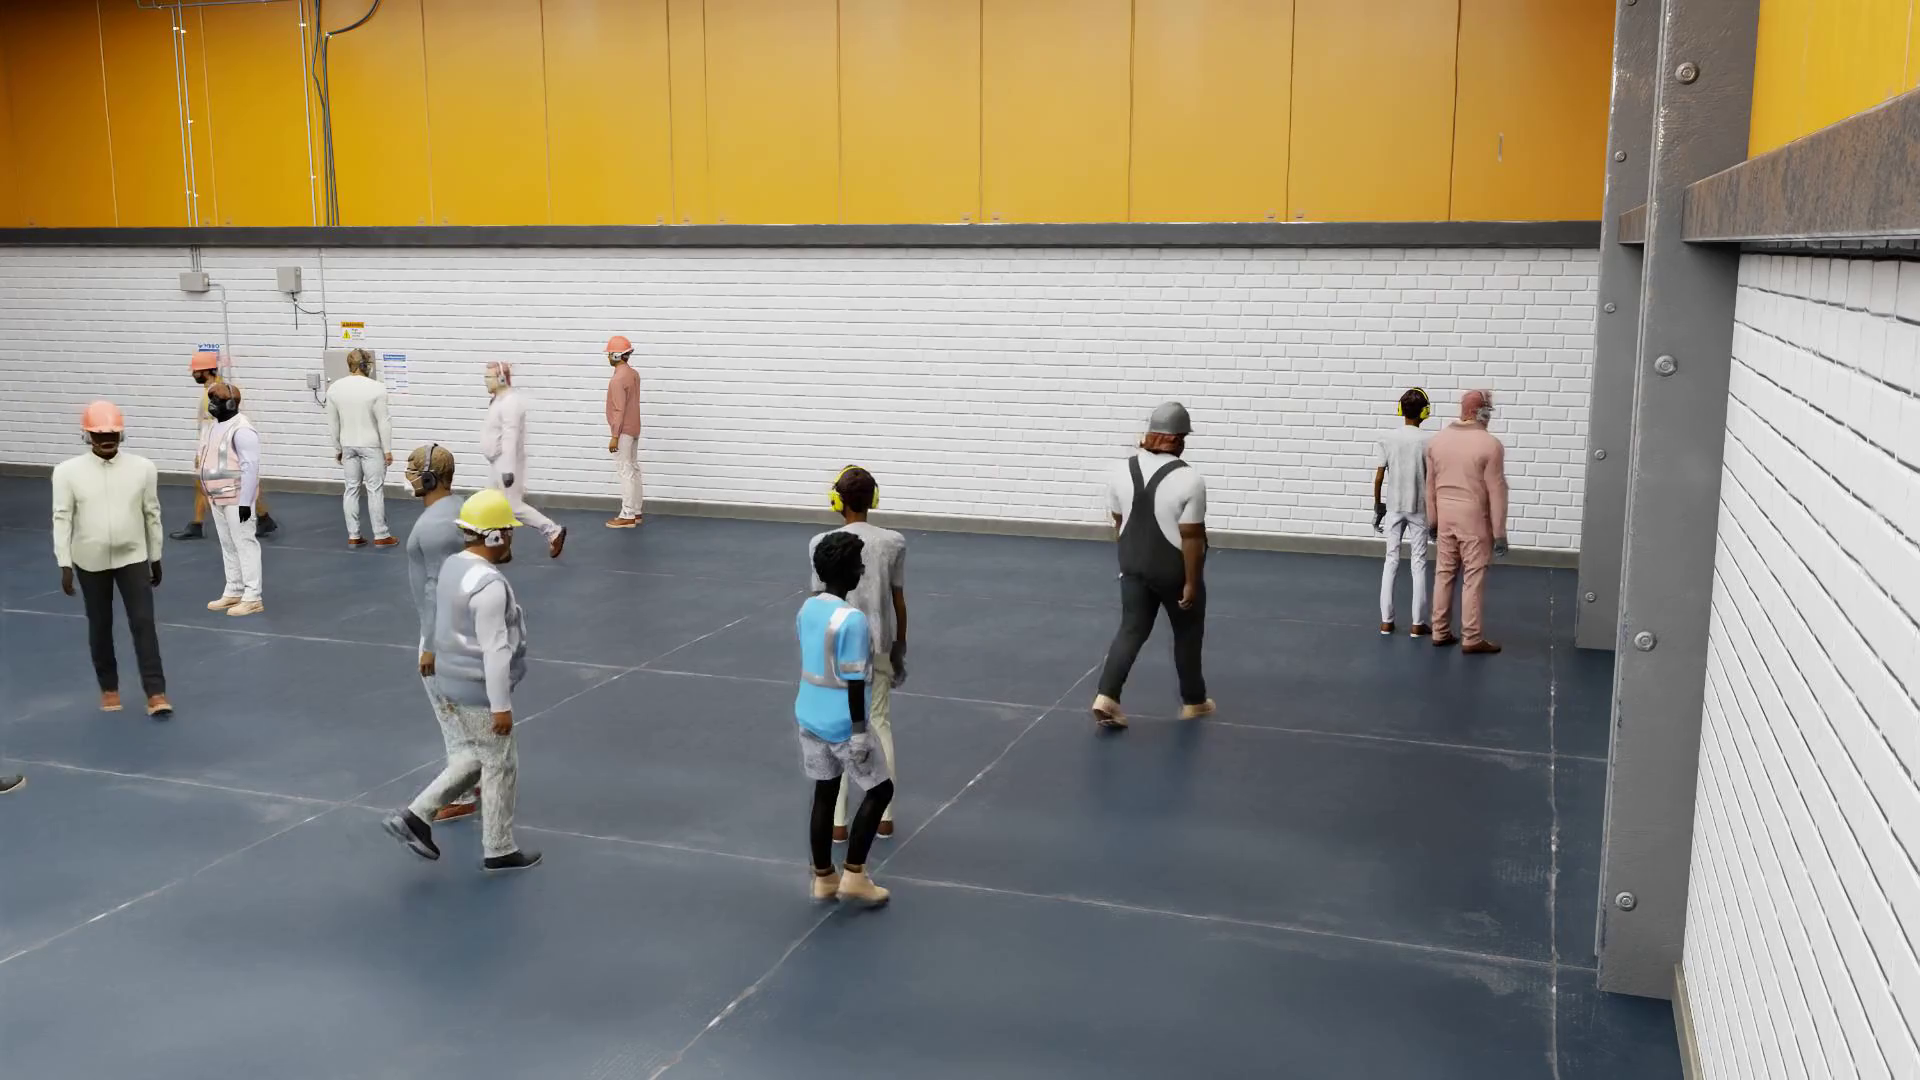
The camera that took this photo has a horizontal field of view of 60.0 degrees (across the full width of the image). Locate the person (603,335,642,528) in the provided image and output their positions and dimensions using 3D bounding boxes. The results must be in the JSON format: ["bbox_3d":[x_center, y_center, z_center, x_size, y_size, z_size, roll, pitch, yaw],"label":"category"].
[{"bbox_3d":[-3.499,-1.125,17.287,0.376,1.995,0.609,1,10,6],"label":"person"}]

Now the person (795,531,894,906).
[{"bbox_3d":[-0.508,0.790,7.328,0.414,1.688,0.563,-6,12,-32],"label":"person"}]

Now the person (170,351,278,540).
[{"bbox_3d":[-7.343,-0.933,16.529,0.995,1.894,0.537,-4,11,-21],"label":"person"}]

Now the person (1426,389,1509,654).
[{"bbox_3d":[3.653,-0.135,11.978,0.398,1.902,0.694,-7,12,-33],"label":"person"}]

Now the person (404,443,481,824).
[{"bbox_3d":[-2.626,0.471,8.458,0.373,1.940,0.628,-1,10,-7],"label":"person"}]

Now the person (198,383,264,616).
[{"bbox_3d":[-5.796,-0.327,13.216,0.626,1.846,0.429,9,13,41],"label":"person"}]

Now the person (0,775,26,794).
[{"bbox_3d":[-5.412,0.454,8.634,0.759,1.933,0.662,-8,13,-39],"label":"person"}]

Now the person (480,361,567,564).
[{"bbox_3d":[-4.093,-0.702,15.221,0.811,1.882,0.649,-5,11,-26],"label":"person"}]

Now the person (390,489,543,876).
[{"bbox_3d":[-2.280,0.675,7.683,0.603,1.816,0.588,-6,12,-30],"label":"person"}]

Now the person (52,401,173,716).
[{"bbox_3d":[-5.243,0.134,10.299,0.630,1.981,0.686,-7,12,-33],"label":"person"}]

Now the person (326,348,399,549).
[{"bbox_3d":[-5.769,-0.877,16.055,0.629,1.937,0.379,2,10,11],"label":"person"}]

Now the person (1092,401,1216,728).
[{"bbox_3d":[1.180,0.131,10.080,0.687,2.000,0.963,9,13,41],"label":"person"}]

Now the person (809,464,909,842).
[{"bbox_3d":[-0.512,0.562,8.207,0.521,1.853,0.364,-4,11,-20],"label":"person"}]

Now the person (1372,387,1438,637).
[{"bbox_3d":[3.361,-0.207,12.470,0.537,1.869,0.312,5,11,28],"label":"person"}]
